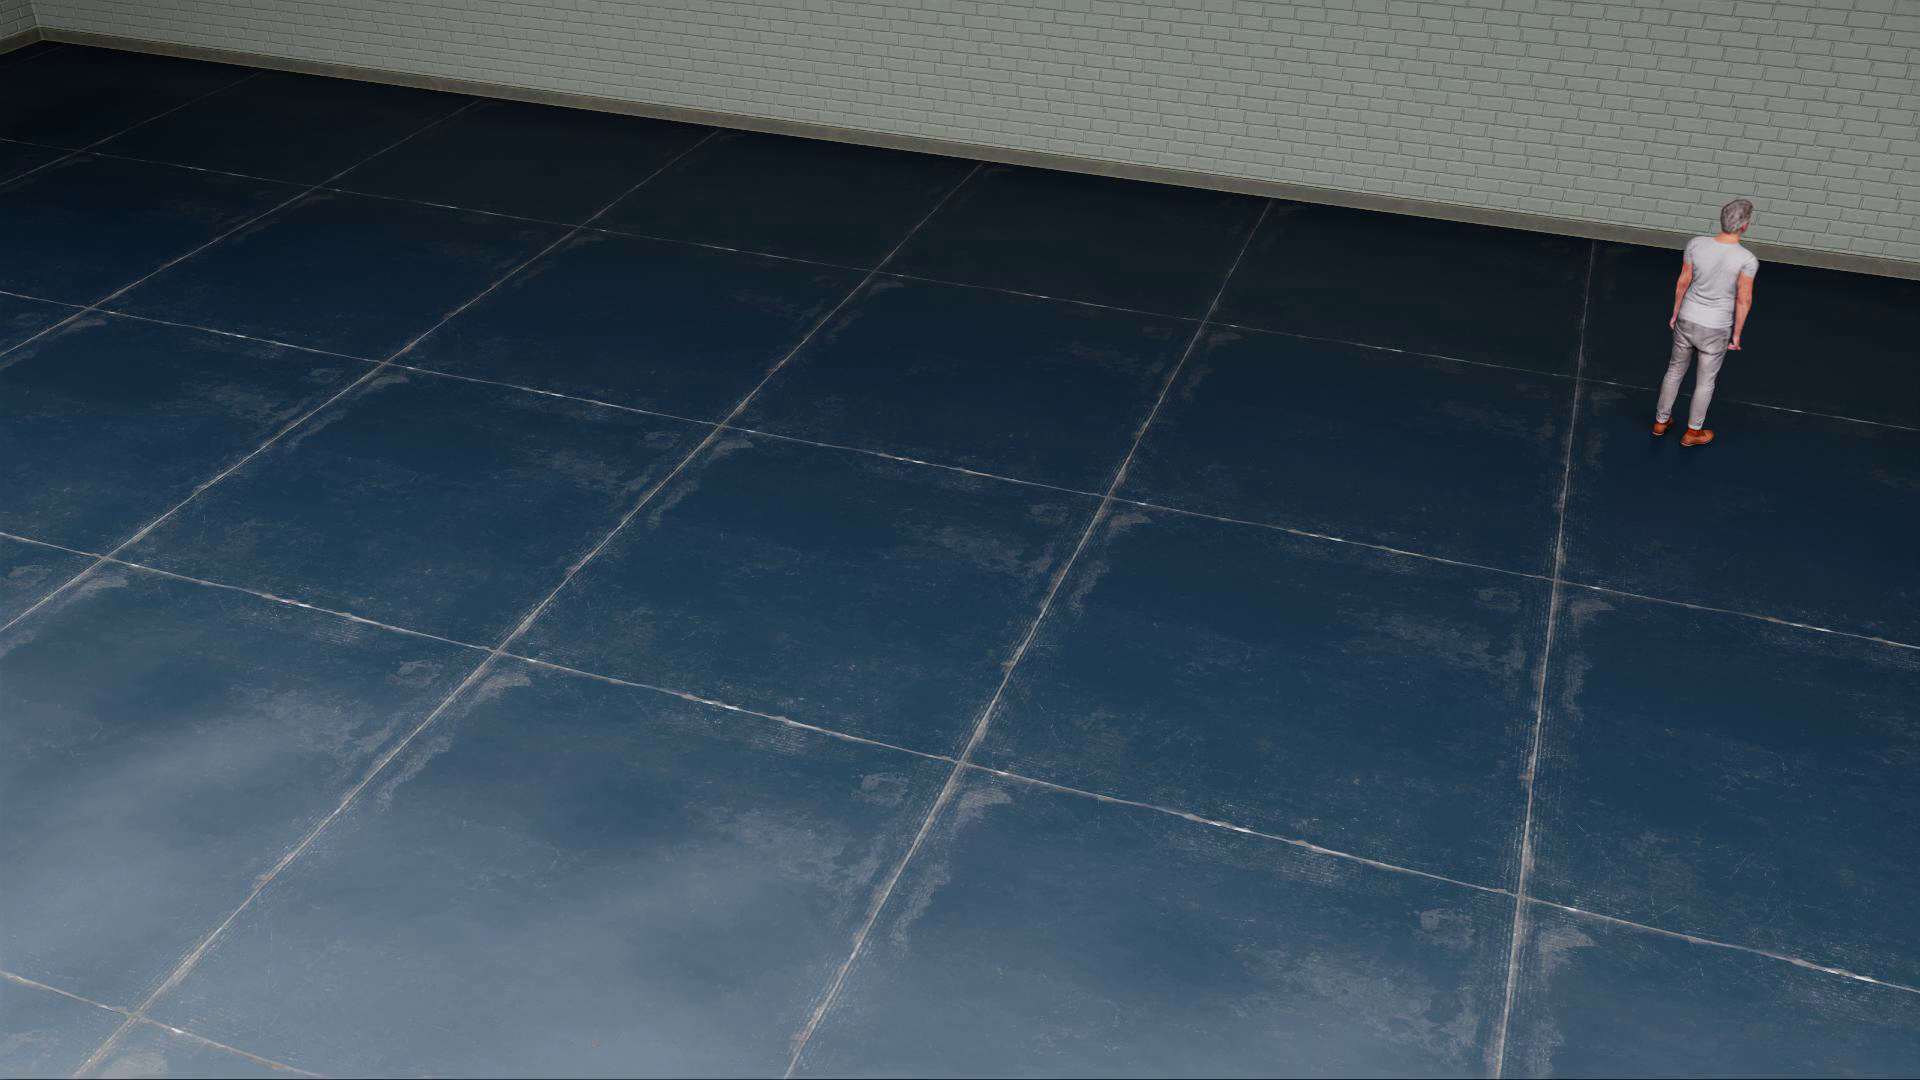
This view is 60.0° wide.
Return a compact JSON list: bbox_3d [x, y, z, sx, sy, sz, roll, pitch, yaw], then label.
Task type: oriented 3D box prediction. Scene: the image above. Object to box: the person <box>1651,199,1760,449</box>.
[{"bbox_3d":[5.298,-1.543,11.828,0.747,1.829,0.766,-25,41,-33],"label":"person"}]
